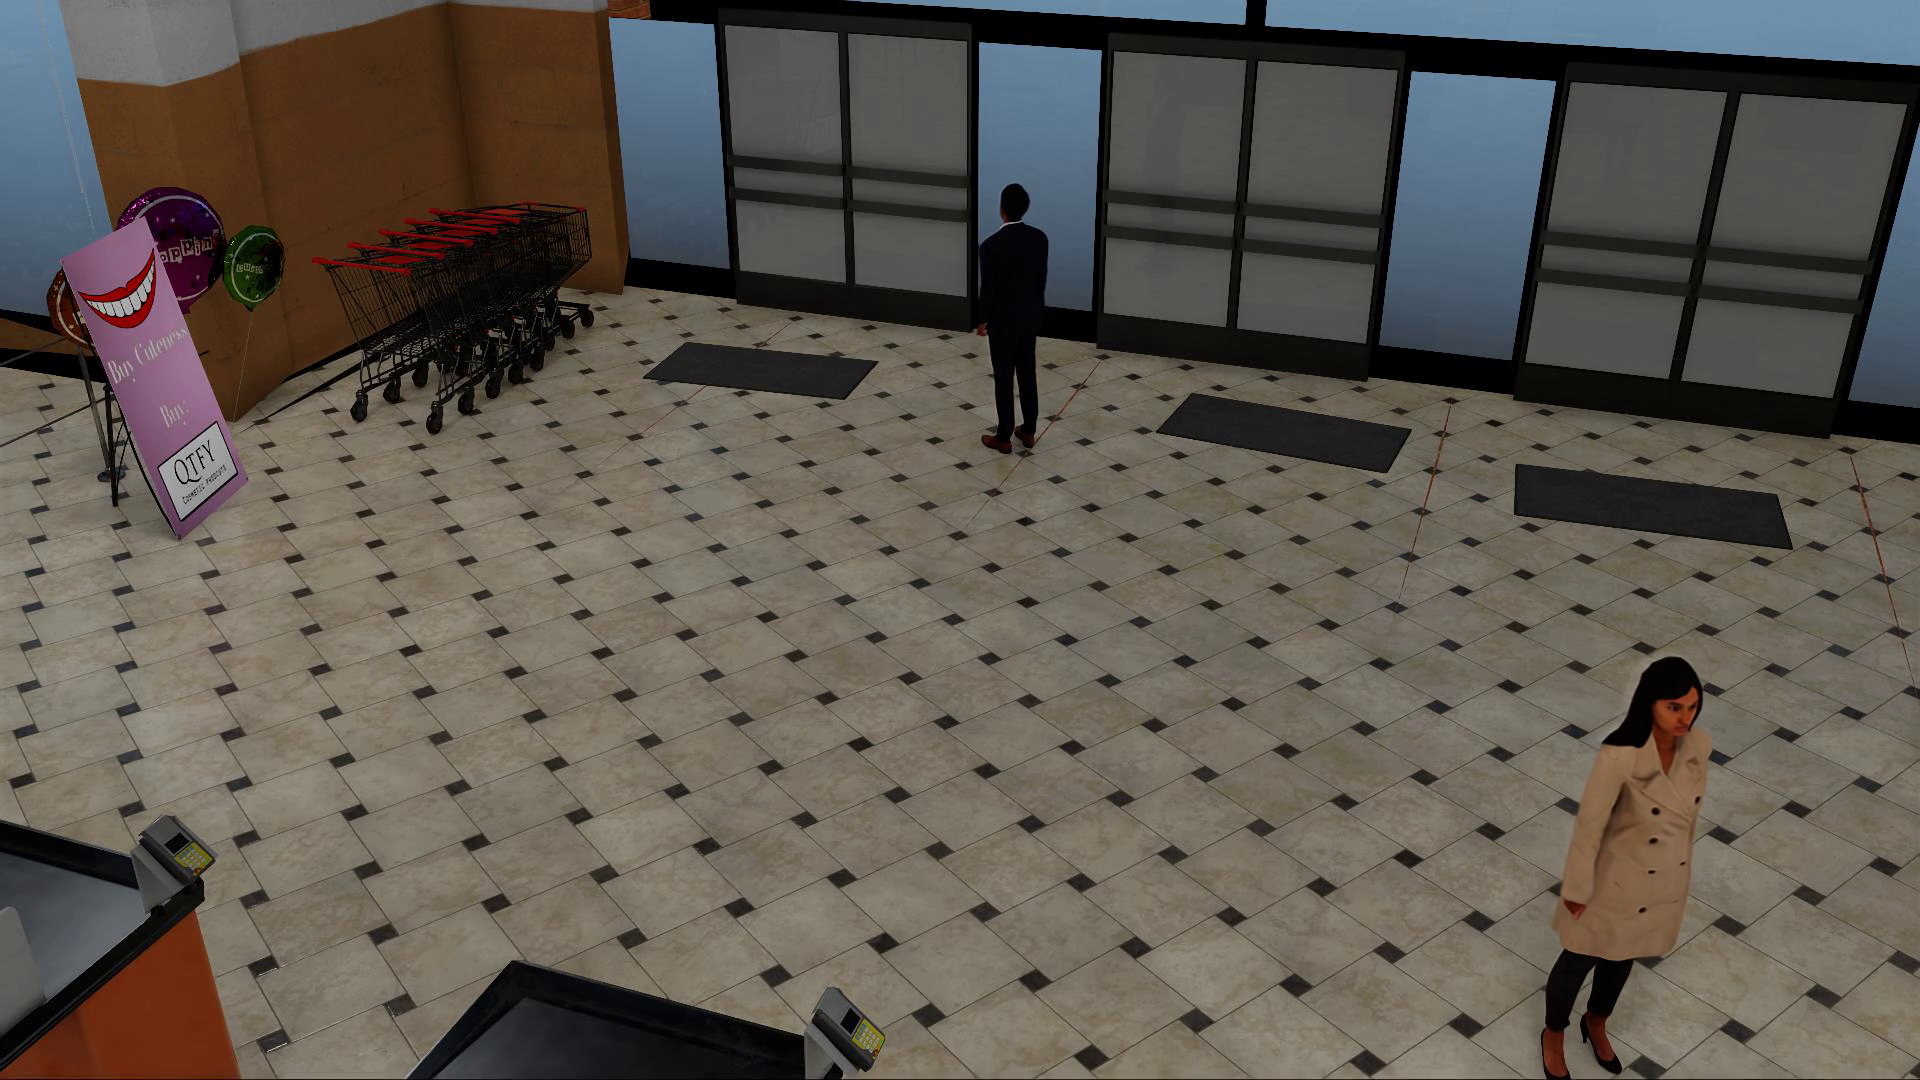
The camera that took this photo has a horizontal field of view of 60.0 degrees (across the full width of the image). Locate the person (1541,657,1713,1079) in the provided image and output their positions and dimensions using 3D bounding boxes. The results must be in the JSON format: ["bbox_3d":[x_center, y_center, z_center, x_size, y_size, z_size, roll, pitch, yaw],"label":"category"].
[{"bbox_3d":[2.226,1.123,5.563,0.725,1.680,0.747,-8,28,-15],"label":"person"}]

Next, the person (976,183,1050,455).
[{"bbox_3d":[0.337,-1.381,10.450,0.685,1.728,0.766,-15,30,-27],"label":"person"}]
